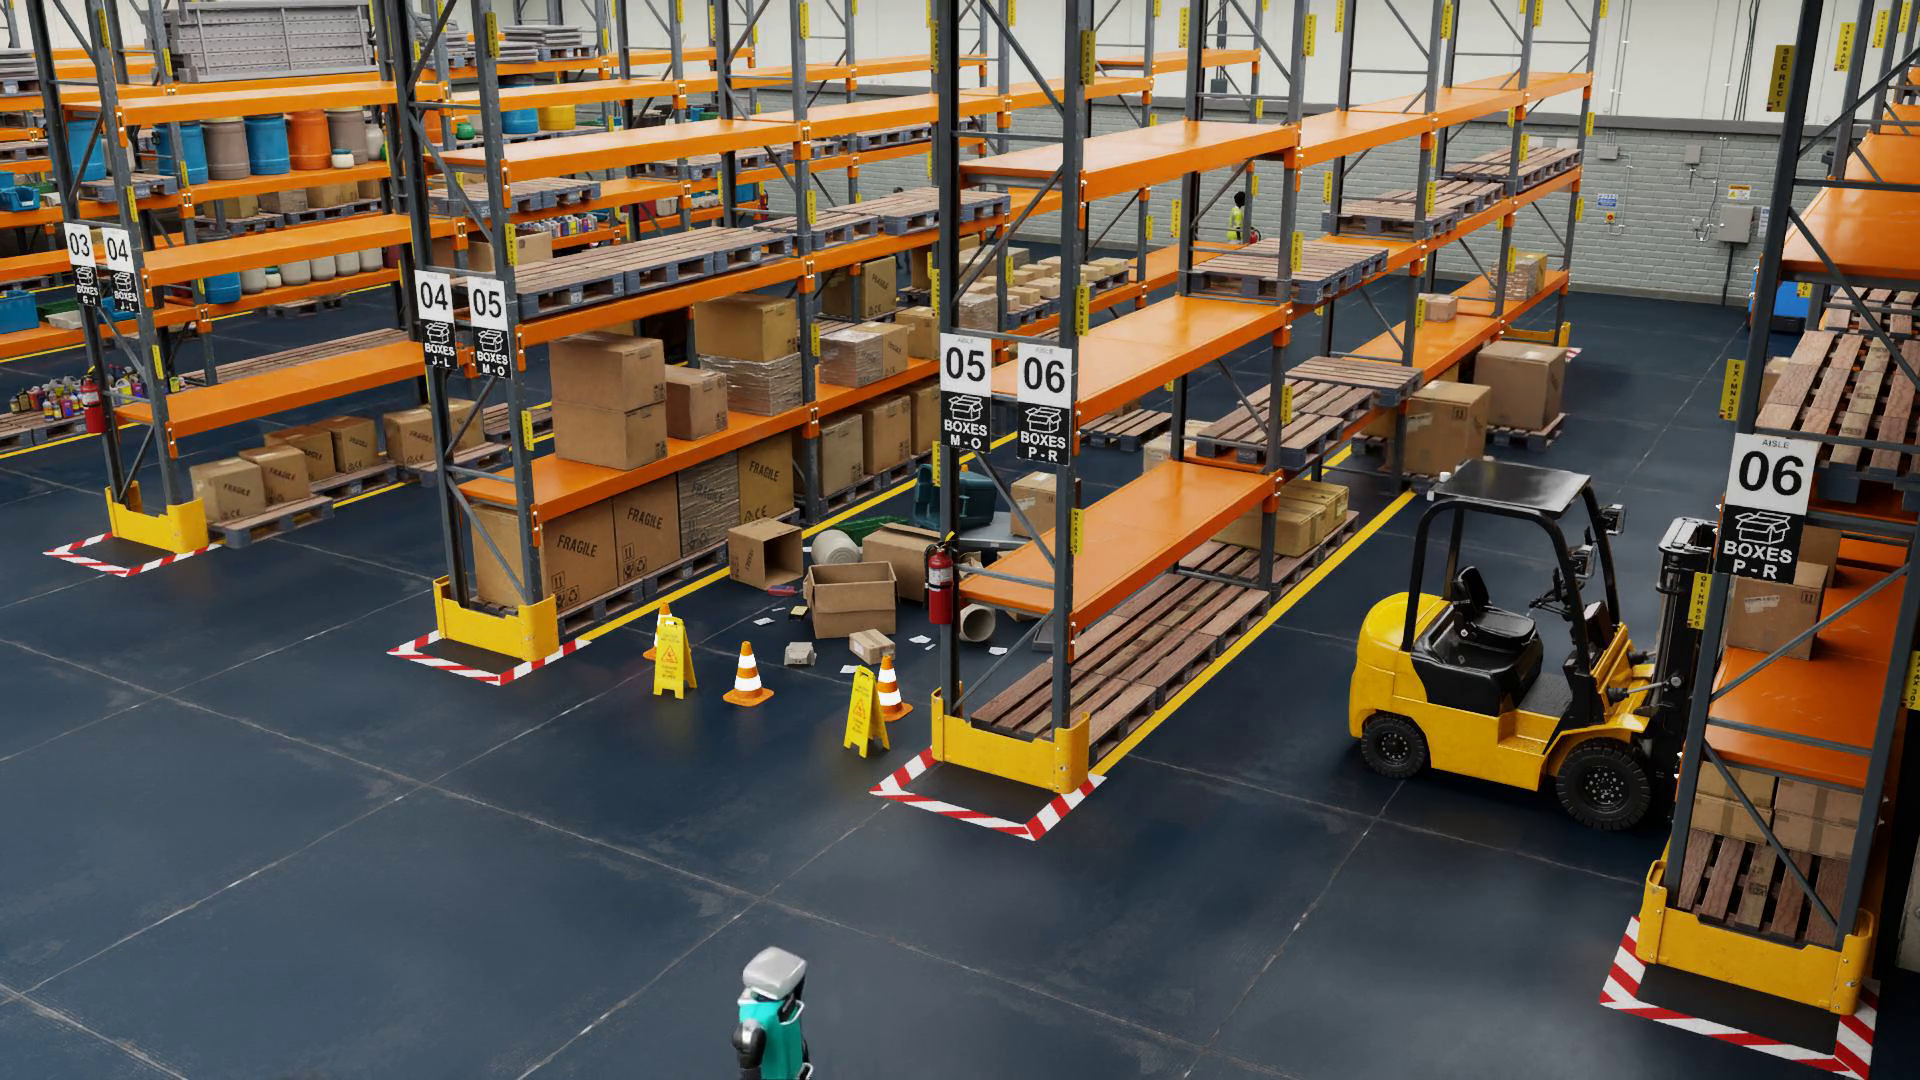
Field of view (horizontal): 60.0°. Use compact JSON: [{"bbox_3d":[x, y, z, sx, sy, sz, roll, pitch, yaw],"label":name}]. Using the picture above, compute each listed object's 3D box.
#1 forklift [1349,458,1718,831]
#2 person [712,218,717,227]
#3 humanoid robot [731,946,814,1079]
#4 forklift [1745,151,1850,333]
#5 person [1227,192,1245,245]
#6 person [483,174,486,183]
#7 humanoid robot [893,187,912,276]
[{"bbox_3d":[3.988,0.658,11.776,2.313,2.155,1.214,11,22,29],"label":"forklift"},{"bbox_3d":[-5.040,-7.076,34.895,0.484,1.690,0.347,-9,21,-25],"label":"person"},{"bbox_3d":[-0.592,2.542,6.980,0.620,1.772,0.535,5,20,15],"label":"humanoid robot"},{"bbox_3d":[13.620,-4.667,26.137,1.873,2.768,1.129,11,22,29],"label":"forklift"},{"bbox_3d":[5.053,-5.522,30.412,0.320,1.686,0.537,1,19,2],"label":"person"},{"bbox_3d":[-10.408,-7.741,36.652,0.336,1.800,0.518,6,20,17],"label":"person"},{"bbox_3d":[-1.086,-5.834,31.342,0.592,1.638,0.415,14,23,34],"label":"humanoid robot"}]
